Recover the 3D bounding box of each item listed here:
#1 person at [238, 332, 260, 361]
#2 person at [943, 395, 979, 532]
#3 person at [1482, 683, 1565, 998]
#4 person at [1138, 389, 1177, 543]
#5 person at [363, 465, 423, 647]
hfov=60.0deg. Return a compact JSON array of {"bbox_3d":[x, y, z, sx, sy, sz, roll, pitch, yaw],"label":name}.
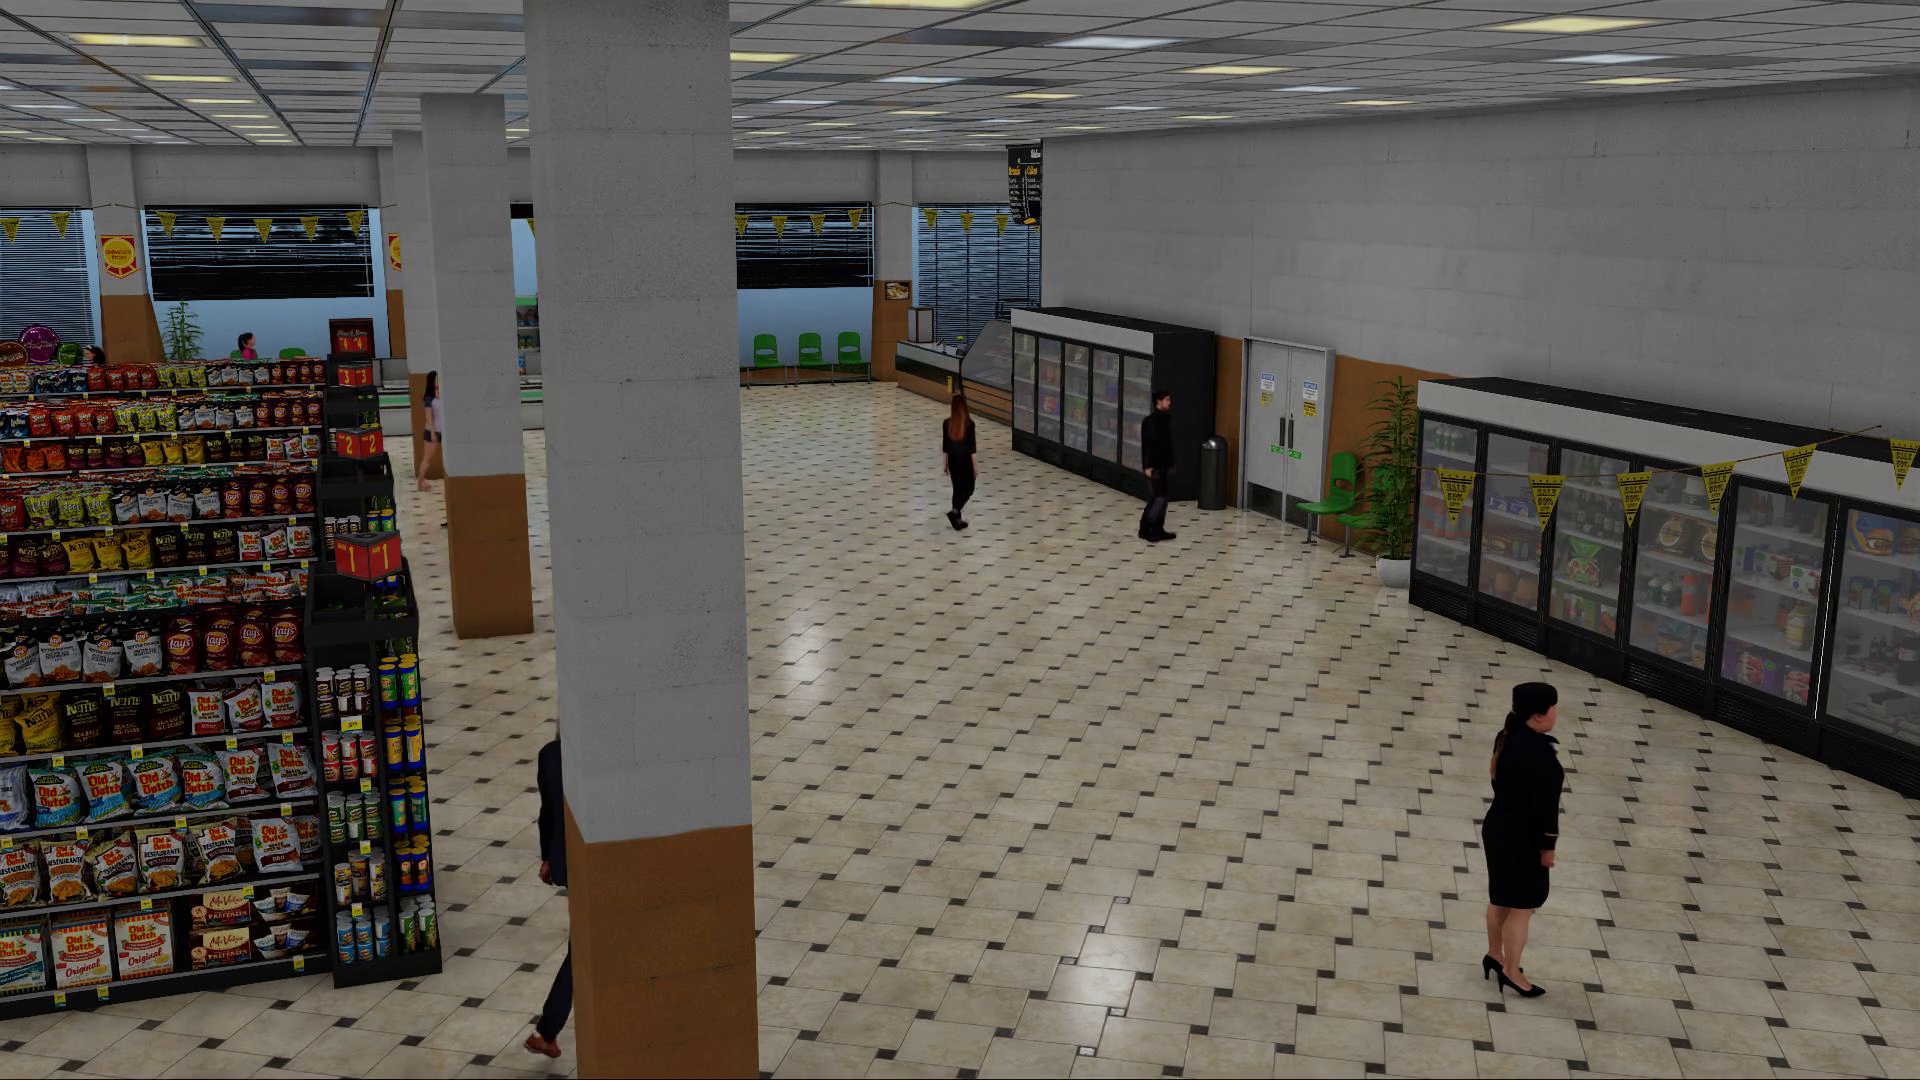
[{"bbox_3d":[-12.672,-2.825,29.528,0.614,1.686,0.587,-4,12,-18],"label":"person"},{"bbox_3d":[-0.032,-0.919,20.443,0.907,1.700,0.984,6,13,28],"label":"person"},{"bbox_3d":[2.939,1.561,8.735,0.709,1.671,0.760,-1,12,-6],"label":"person"},{"bbox_3d":[2.314,-0.895,20.007,0.912,1.833,0.840,6,13,27],"label":"person"},{"bbox_3d":[-5.209,0.175,15.235,1.197,1.704,0.989,3,12,12],"label":"person"}]
